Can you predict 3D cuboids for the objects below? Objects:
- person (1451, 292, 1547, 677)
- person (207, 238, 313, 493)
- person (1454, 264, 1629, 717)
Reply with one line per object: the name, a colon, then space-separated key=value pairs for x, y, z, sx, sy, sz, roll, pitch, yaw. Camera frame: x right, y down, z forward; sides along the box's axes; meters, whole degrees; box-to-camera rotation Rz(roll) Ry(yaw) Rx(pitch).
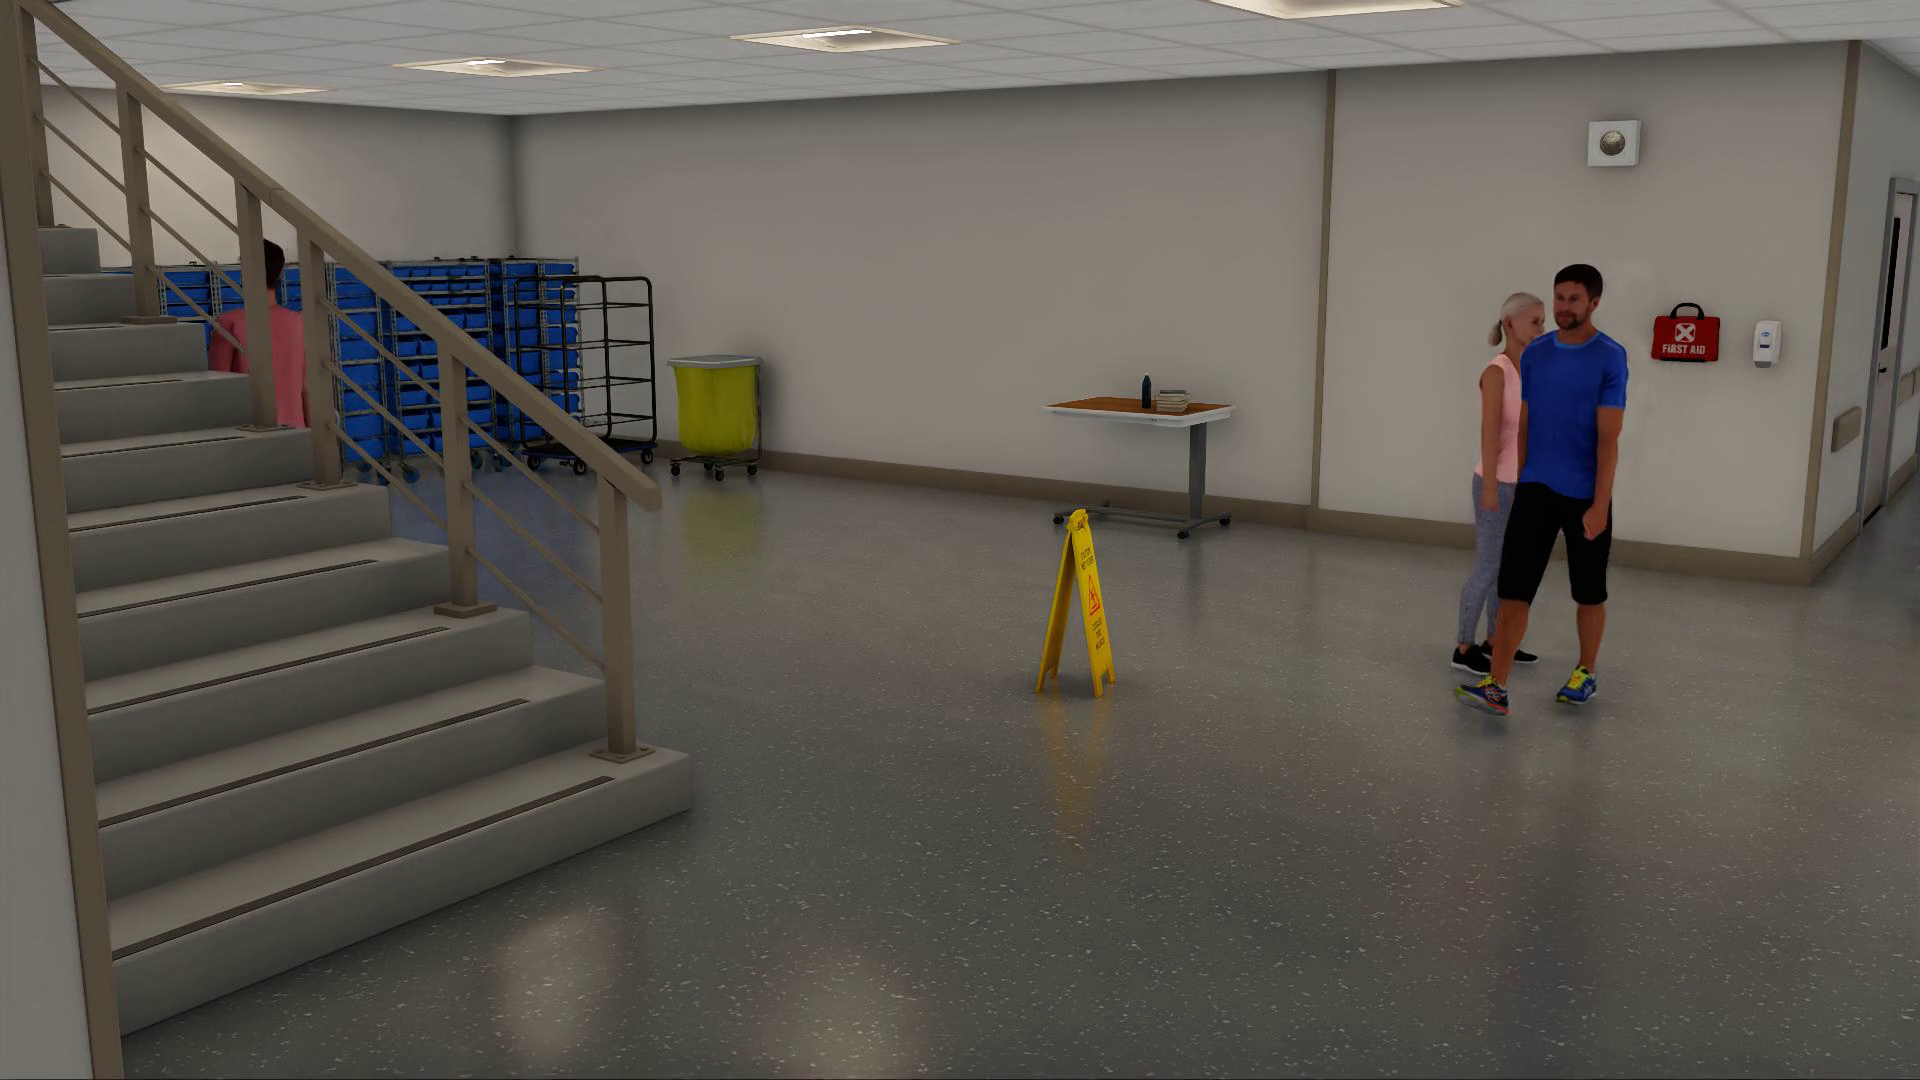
person: x=2.460 y=-0.254 z=7.530 sx=0.586 sy=1.717 sz=0.573 roll=-10 pitch=15 yaw=-42
person: x=-3.103 y=-0.354 z=7.517 sx=1.197 sy=1.919 sz=0.695 roll=7 pitch=13 yaw=31
person: x=2.538 y=-0.181 z=6.852 sx=1.067 sy=1.828 sz=0.773 roll=10 pitch=15 yaw=42
